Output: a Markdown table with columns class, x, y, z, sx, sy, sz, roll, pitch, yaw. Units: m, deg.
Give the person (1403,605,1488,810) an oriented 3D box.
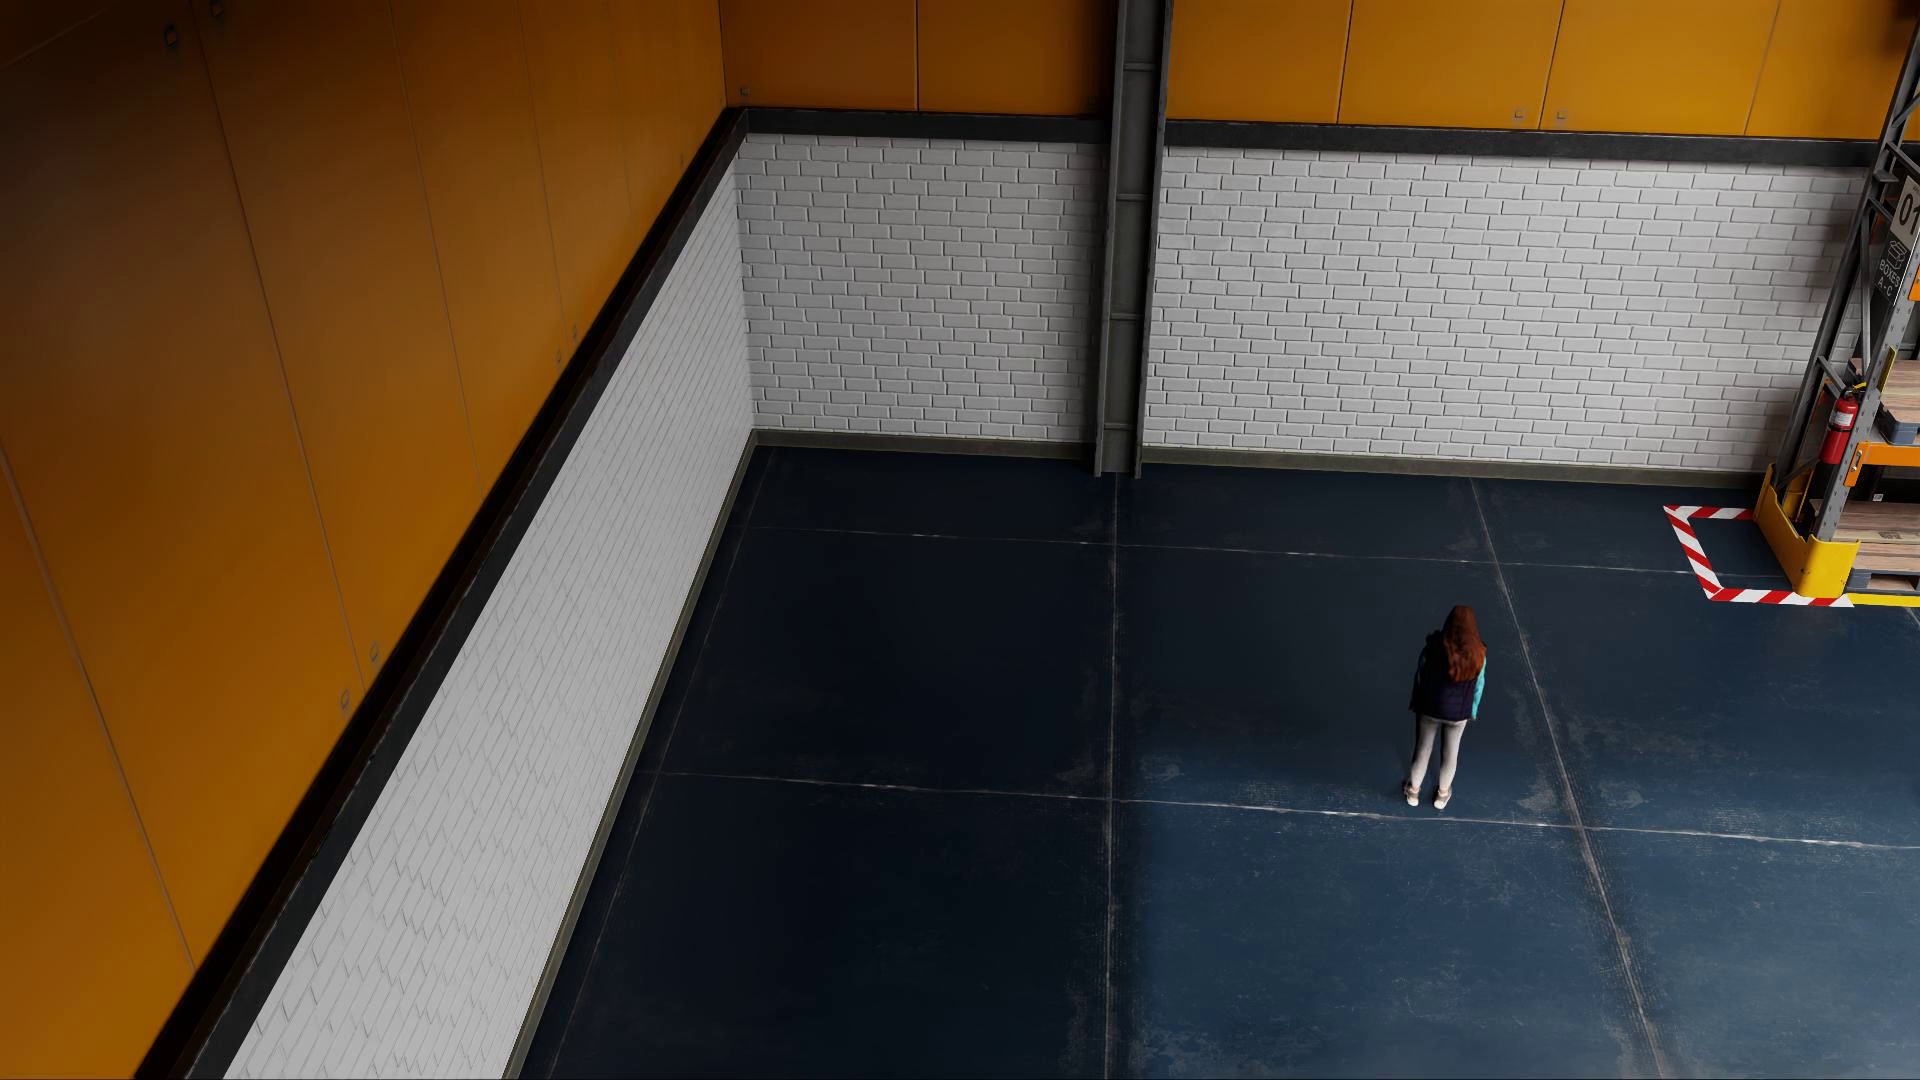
| class | x | y | z | sx | sy | sz | roll | pitch | yaw |
| --- | --- | --- | --- | --- | --- | --- | --- | --- | --- |
| person | 3.035 | 1.046 | 10.441 | 0.552 | 1.499 | 0.669 | 8 | 34 | 12 |
